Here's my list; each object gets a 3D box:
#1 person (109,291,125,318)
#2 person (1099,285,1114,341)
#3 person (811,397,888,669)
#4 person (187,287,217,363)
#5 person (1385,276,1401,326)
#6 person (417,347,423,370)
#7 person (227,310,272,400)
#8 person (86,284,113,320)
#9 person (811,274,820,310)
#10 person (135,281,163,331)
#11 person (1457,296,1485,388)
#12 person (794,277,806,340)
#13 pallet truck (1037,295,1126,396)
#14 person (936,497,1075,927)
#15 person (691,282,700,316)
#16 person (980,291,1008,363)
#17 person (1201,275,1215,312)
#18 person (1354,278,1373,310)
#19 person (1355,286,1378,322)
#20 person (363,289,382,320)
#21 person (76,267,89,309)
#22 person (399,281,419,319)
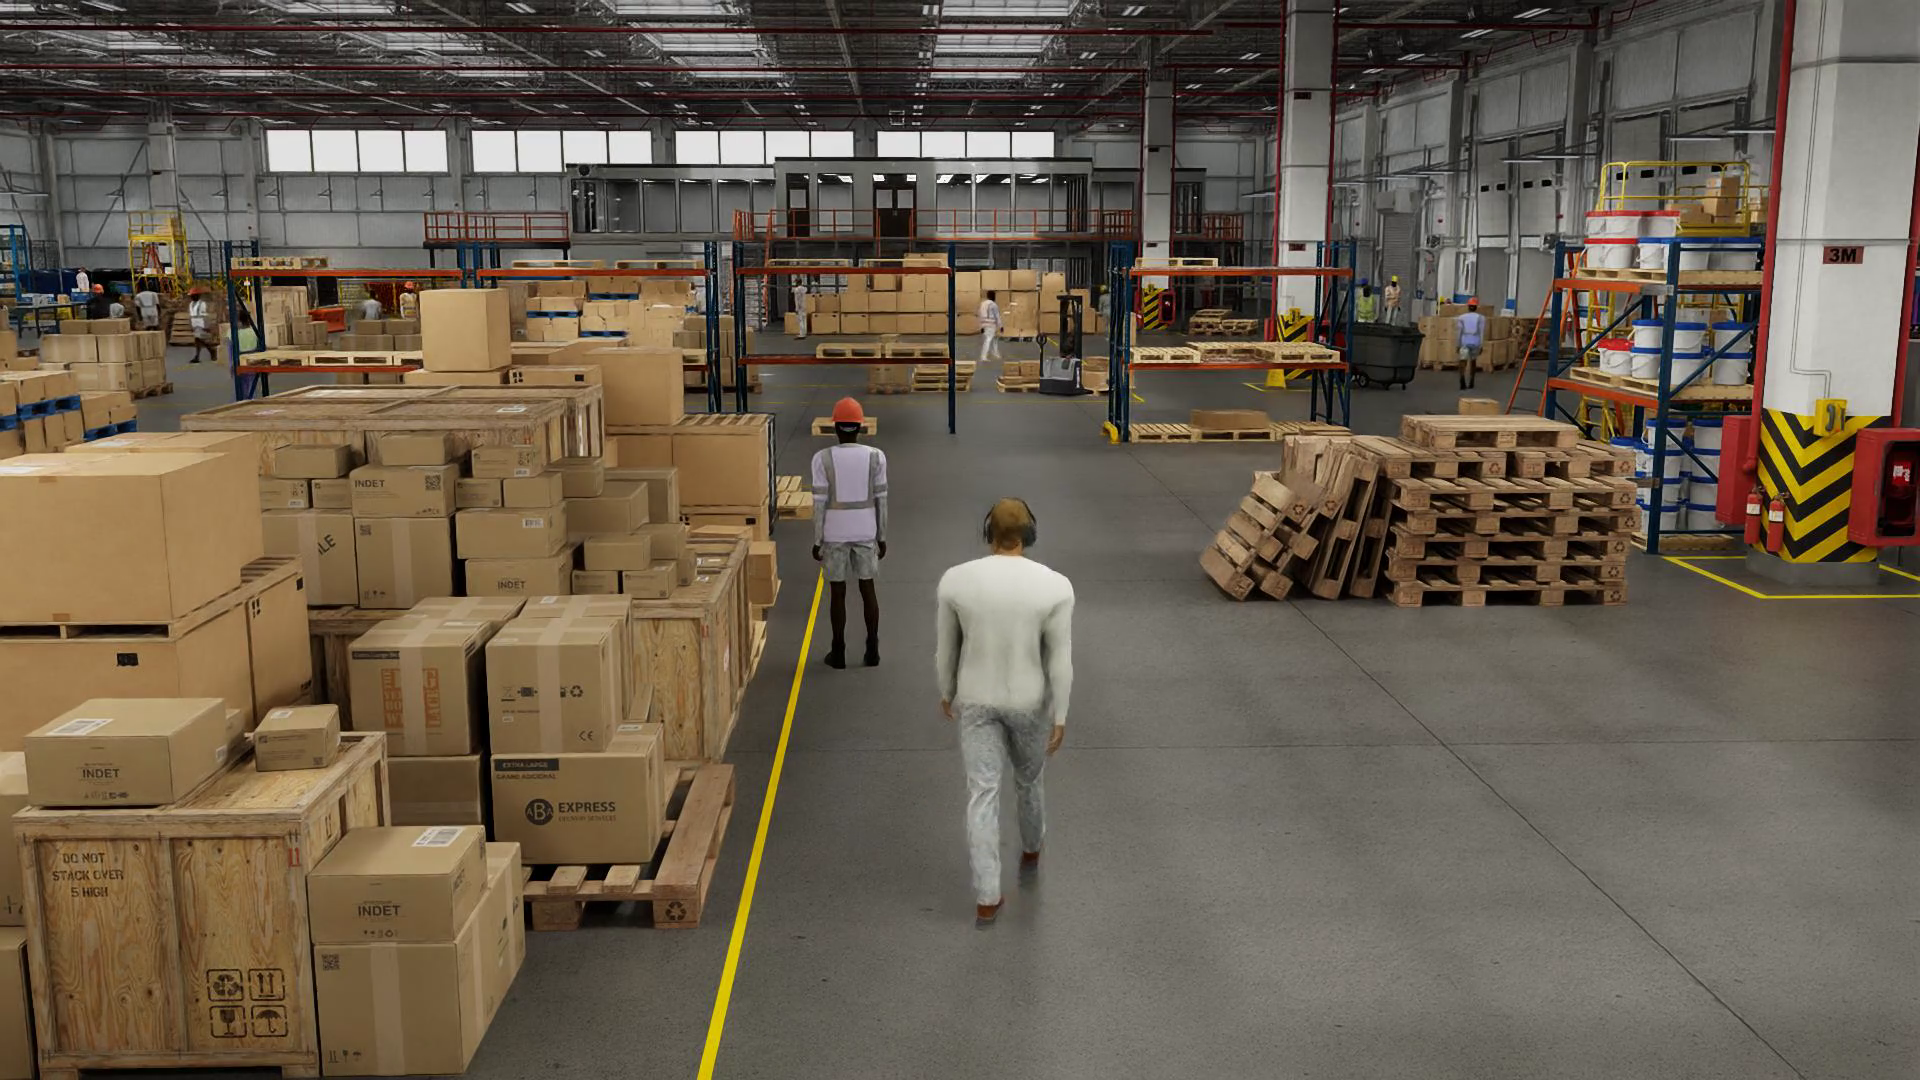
[{"bbox_3d":[-20.697,-5.184,40.788,0.534,1.841,0.893,4,11,20],"label":"person"},{"bbox_3d":[4.518,-6.987,51.221,0.548,1.688,0.591,-1,10,-4],"label":"person"},{"bbox_3d":[-0.795,-0.049,11.880,0.552,1.935,0.374,-3,11,-16],"label":"person"},{"bbox_3d":[-19.151,-5.429,41.948,0.553,1.914,0.829,6,12,28],"label":"person"},{"bbox_3d":[14.178,-7.684,54.454,0.589,1.924,0.384,-4,11,-21],"label":"person"},{"bbox_3d":[-6.202,-1.425,19.691,0.613,1.893,0.705,-6,12,-28],"label":"person"},{"bbox_3d":[-11.984,-2.943,28.133,0.598,1.893,0.753,0,10,-2],"label":"person"},{"bbox_3d":[-21.336,-5.357,41.318,0.626,1.982,0.395,-6,12,-30],"label":"person"},{"bbox_3d":[-5.260,-8.797,60.766,0.337,1.882,0.584,1,10,7],"label":"person"},{"bbox_3d":[-23.255,-6.468,47.688,0.675,1.922,0.753,-5,11,-27],"label":"person"},{"bbox_3d":[10.504,-4.053,34.258,0.549,1.918,0.757,5,11,24],"label":"person"},{"bbox_3d":[-4.953,-7.152,51.446,0.371,1.940,0.627,2,10,11],"label":"person"},{"bbox_3d":[2.483,-3.881,33.060,1.885,1.965,0.823,-7,13,-36],"label":"pallet truck"},{"bbox_3d":[0.209,0.730,7.676,0.636,1.888,1.003,1,10,4],"label":"person"},{"bbox_3d":[-8.164,-6.970,50.766,0.522,1.822,0.755,-4,11,-24],"label":"person"},{"bbox_3d":[0.849,-5.352,41.822,0.943,1.796,0.626,-6,12,-29],"label":"person"},{"bbox_3d":[10.646,-10.772,71.492,0.612,1.986,0.407,3,11,18],"label":"person"},{"bbox_3d":[12.347,-7.013,50.740,0.653,1.904,0.933,7,12,34],"label":"person"},{"bbox_3d":[11.222,-6.093,45.932,0.643,1.797,0.949,3,11,14],"label":"person"},{"bbox_3d":[-15.201,-5.580,43.055,0.509,1.823,1.004,-2,10,-12],"label":"person"},{"bbox_3d":[-39.210,-11.270,74.479,0.651,1.907,0.409,4,11,24],"label":"person"},{"bbox_3d":[-15.386,-6.275,46.562,0.357,1.937,0.551,9,13,40],"label":"person"}]
